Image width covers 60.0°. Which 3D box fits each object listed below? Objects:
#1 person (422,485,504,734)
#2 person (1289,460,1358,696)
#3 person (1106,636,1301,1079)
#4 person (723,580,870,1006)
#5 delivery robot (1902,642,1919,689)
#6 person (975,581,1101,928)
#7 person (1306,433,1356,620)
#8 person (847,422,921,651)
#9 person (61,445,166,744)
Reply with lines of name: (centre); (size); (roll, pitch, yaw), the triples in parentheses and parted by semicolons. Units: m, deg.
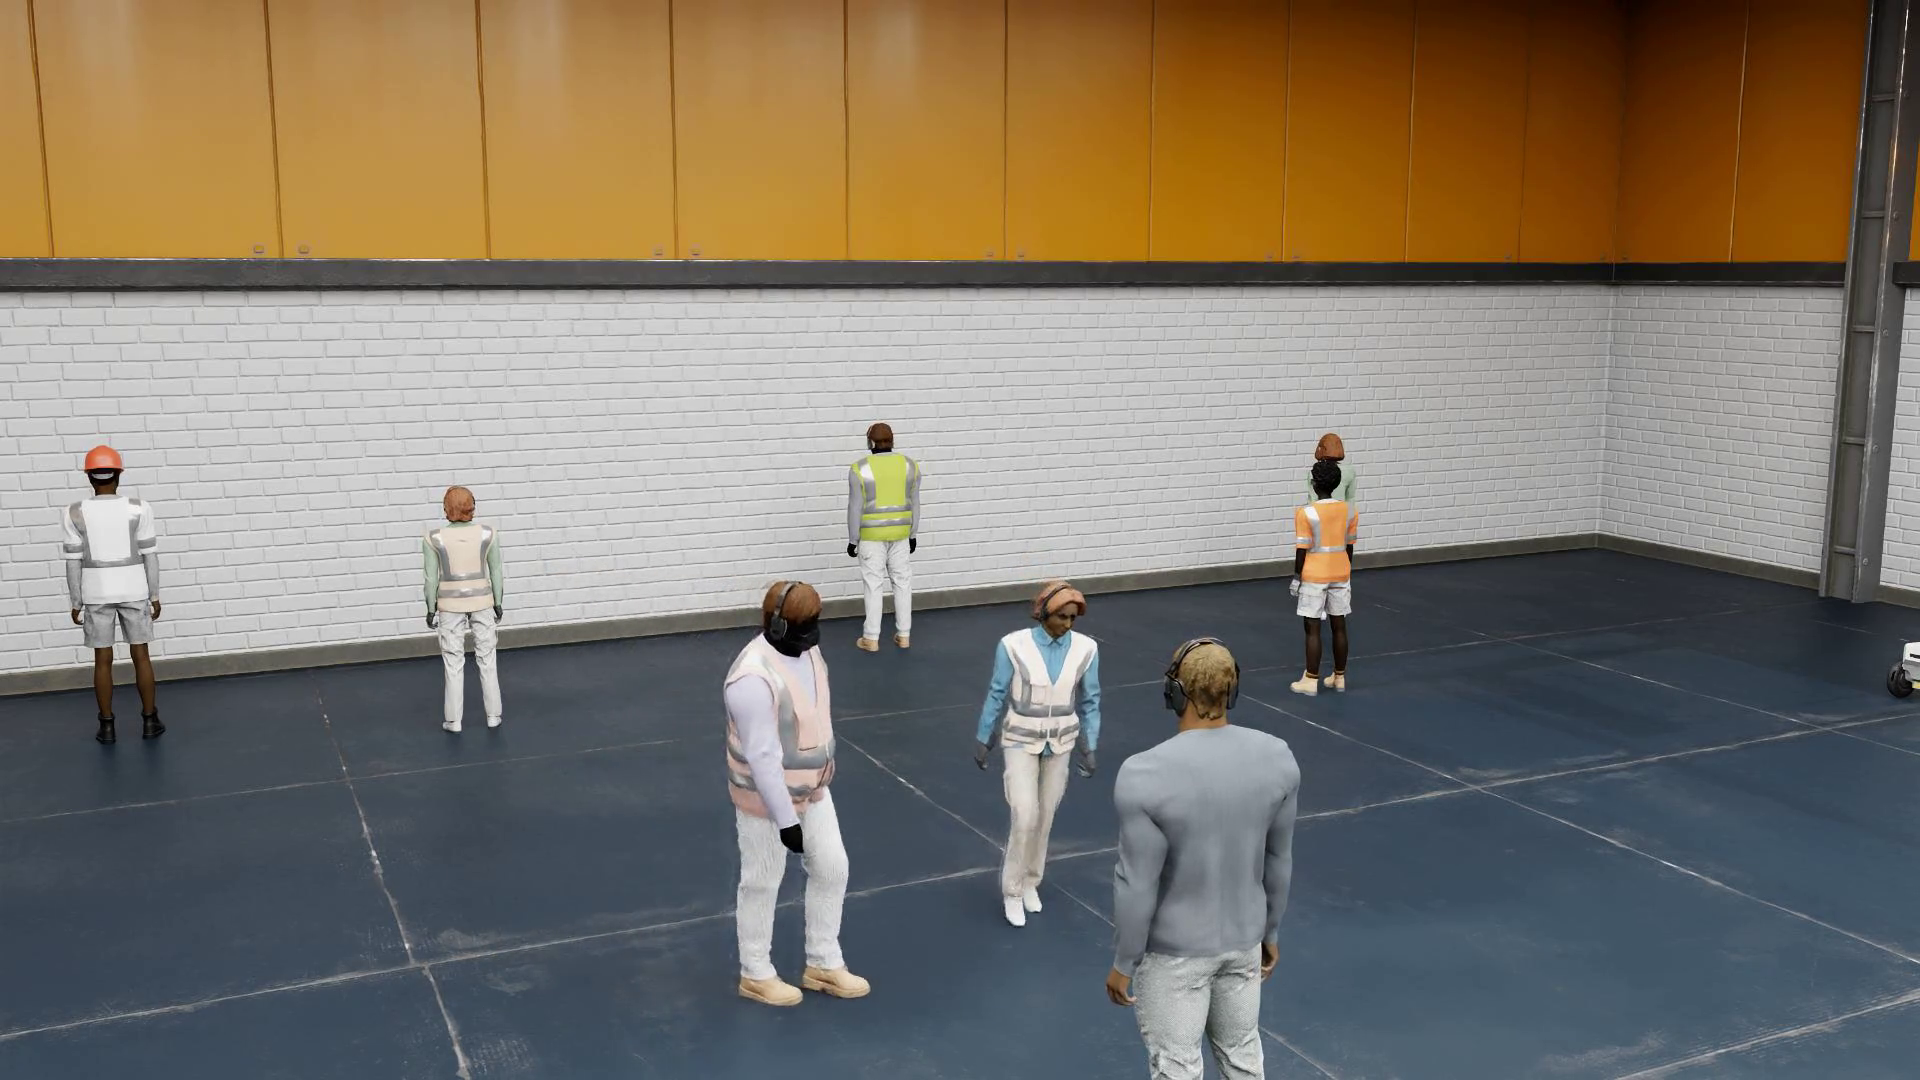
person: (-3.259, 0.460, 10.955); (0.513, 1.641, 0.309); (-4, 10, -25)
person: (2.605, 0.272, 11.945); (0.533, 1.697, 0.319); (-4, 10, -25)
person: (0.735, 1.249, 5.136); (0.627, 1.940, 0.373); (-4, 10, -25)
person: (-0.657, 1.050, 6.755); (0.672, 1.812, 0.648); (4, 10, 25)
delivery robot: (7.023, 0.827, 11.747); (0.707, 0.478, 0.477); (-4, 10, -25)
person: (0.377, 0.987, 7.751); (0.583, 1.606, 0.563); (-3, 10, -16)
person: (3.226, -0.118, 14.558); (0.498, 1.634, 0.281); (-4, 10, -25)
person: (-0.623, -0.025, 13.365); (0.622, 1.838, 0.429); (-4, 10, -25)
person: (-5.452, 0.353, 10.731); (0.543, 1.928, 0.370); (-4, 10, -25)
